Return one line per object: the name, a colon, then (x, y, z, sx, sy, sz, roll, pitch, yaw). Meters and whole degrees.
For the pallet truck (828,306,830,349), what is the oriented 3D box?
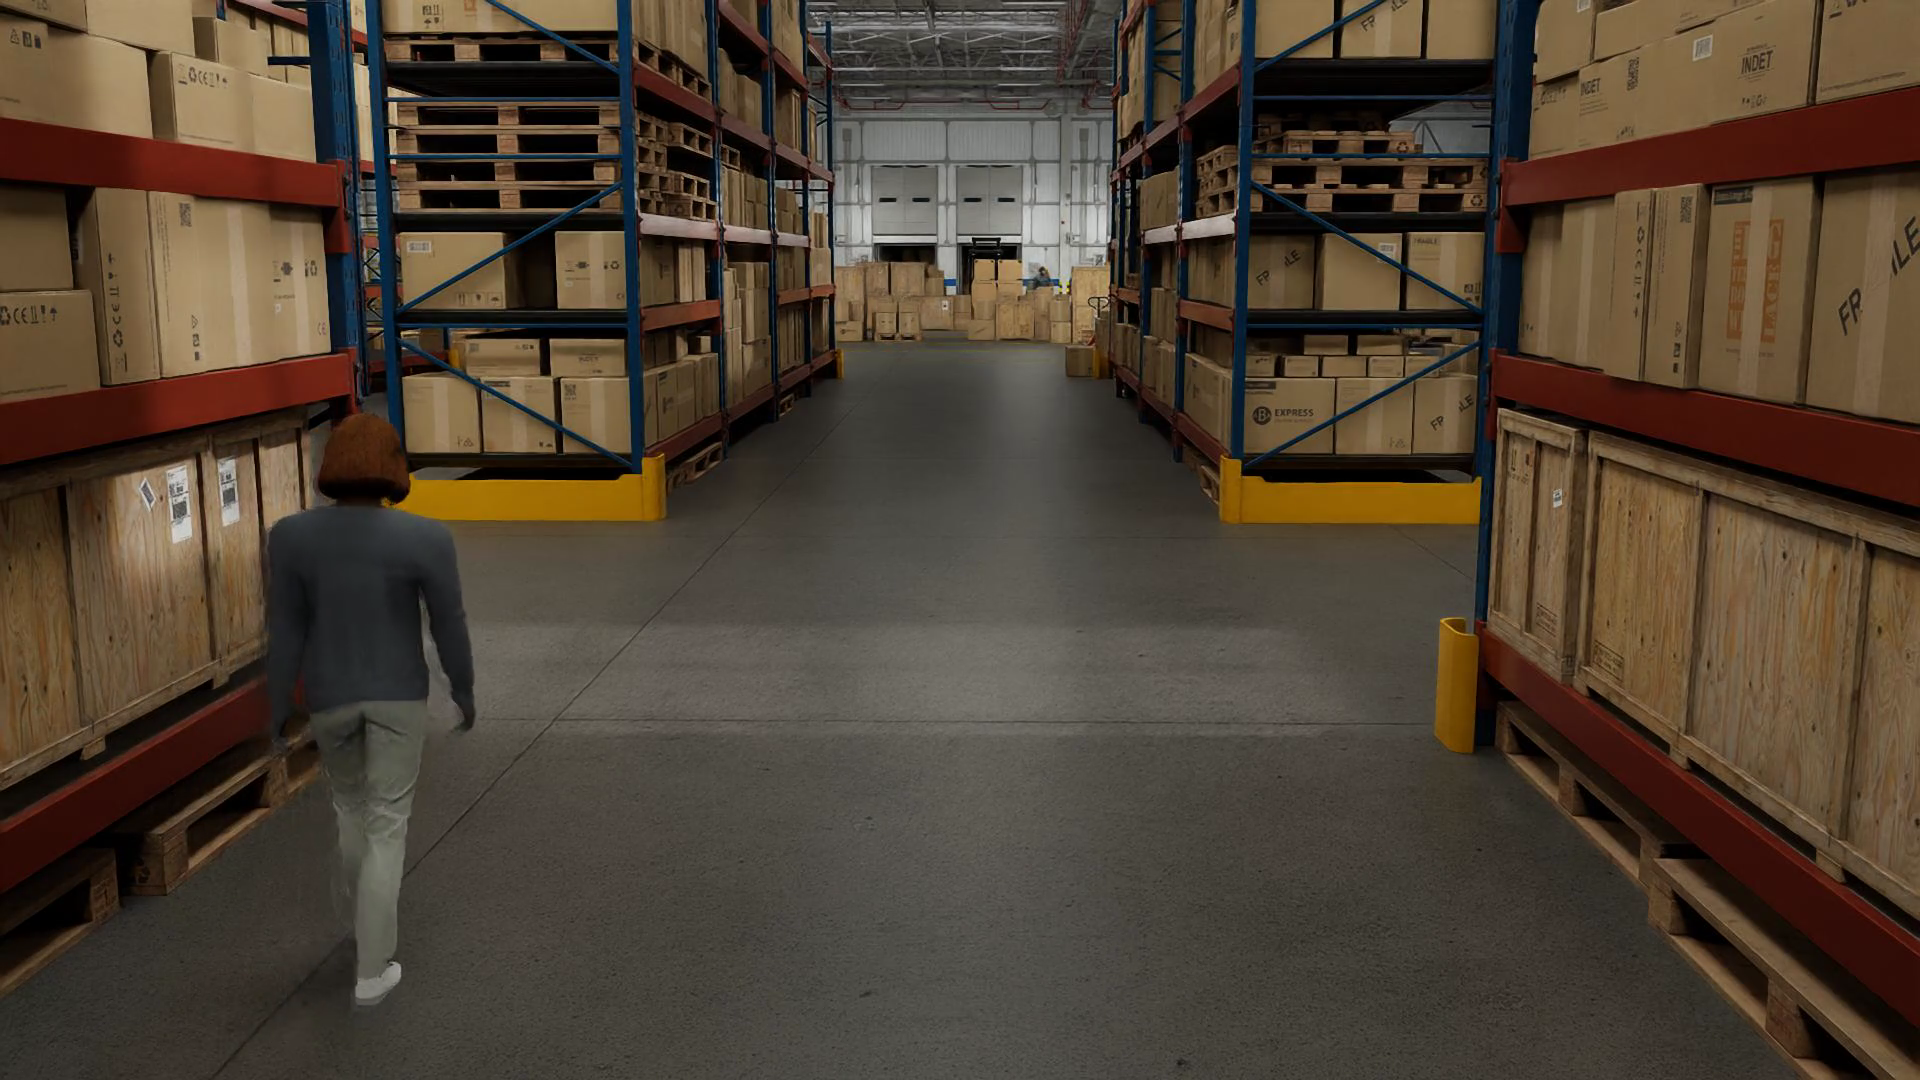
pallet truck: (-3.100, -3.940, 29.800, 1.885, 1.965, 0.823, 3, 10, 19)

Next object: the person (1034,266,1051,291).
person: (2.856, -8.664, 58.390, 0.636, 1.912, 0.849, -4, 10, -21)

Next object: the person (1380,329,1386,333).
person: (9.167, -5.027, 36.719, 0.904, 1.882, 0.558, 8, 12, 40)

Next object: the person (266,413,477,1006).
person: (-1.642, 0.438, 4.731, 0.528, 1.597, 0.767, -1, 9, -4)

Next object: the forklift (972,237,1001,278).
forklift: (0.842, -8.322, 53.409, 1.129, 2.768, 1.873, 0, 9, 1)
